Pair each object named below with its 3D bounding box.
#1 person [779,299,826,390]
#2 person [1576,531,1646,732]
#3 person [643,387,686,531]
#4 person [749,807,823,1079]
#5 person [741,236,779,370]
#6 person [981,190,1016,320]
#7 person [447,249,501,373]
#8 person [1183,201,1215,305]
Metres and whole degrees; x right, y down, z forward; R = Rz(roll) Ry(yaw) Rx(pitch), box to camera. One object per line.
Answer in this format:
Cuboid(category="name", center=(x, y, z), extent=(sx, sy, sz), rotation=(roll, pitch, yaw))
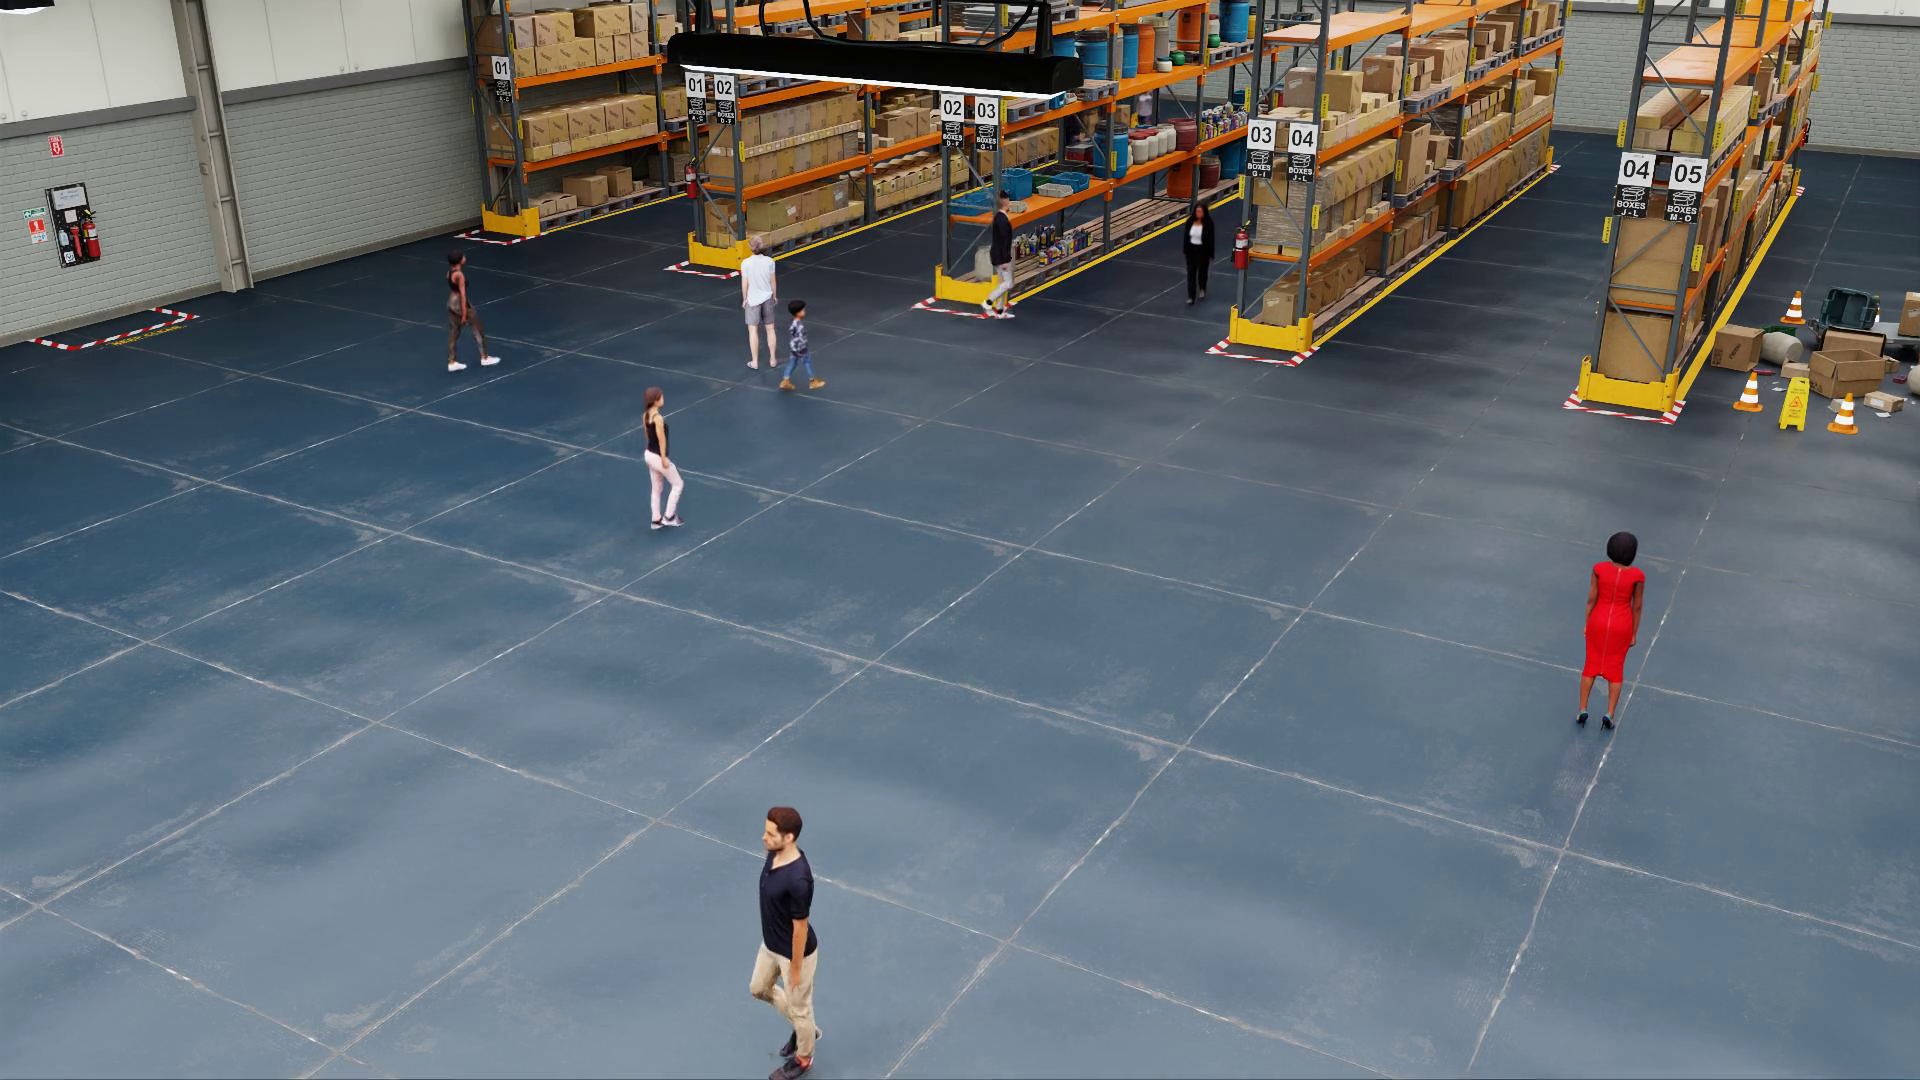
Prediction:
Cuboid(category="person", center=(-2.178, -2.550, 21.921), extent=(0.908, 1.227, 0.769), rotation=(-11, 25, -24))
Cuboid(category="person", center=(5.284, 0.739, 13.527), extent=(0.571, 1.744, 0.499), rotation=(11, 25, 25))
Cuboid(category="person", center=(-3.220, -0.837, 17.474), extent=(0.664, 1.556, 0.631), rotation=(-19, 29, -37))
Cuboid(category="person", center=(-0.911, 2.324, 9.661), extent=(0.816, 1.852, 0.786), rotation=(-11, 26, -25))
Cuboid(category="person", center=(-2.750, -3.272, 22.846), extent=(0.713, 1.832, 0.794), rotation=(-8, 24, -19))
Cuboid(category="person", center=(0.534, -4.282, 25.084), extent=(0.993, 1.939, 0.921), rotation=(-1, 23, -3))
Cuboid(category="person", center=(-6.889, -3.103, 22.661), extent=(1.013, 1.667, 0.777), rotation=(-21, 31, -40))
Cuboid(category="person", center=(3.759, -4.525, 26.091), extent=(0.777, 1.599, 0.982), rotation=(7, 24, 16))
